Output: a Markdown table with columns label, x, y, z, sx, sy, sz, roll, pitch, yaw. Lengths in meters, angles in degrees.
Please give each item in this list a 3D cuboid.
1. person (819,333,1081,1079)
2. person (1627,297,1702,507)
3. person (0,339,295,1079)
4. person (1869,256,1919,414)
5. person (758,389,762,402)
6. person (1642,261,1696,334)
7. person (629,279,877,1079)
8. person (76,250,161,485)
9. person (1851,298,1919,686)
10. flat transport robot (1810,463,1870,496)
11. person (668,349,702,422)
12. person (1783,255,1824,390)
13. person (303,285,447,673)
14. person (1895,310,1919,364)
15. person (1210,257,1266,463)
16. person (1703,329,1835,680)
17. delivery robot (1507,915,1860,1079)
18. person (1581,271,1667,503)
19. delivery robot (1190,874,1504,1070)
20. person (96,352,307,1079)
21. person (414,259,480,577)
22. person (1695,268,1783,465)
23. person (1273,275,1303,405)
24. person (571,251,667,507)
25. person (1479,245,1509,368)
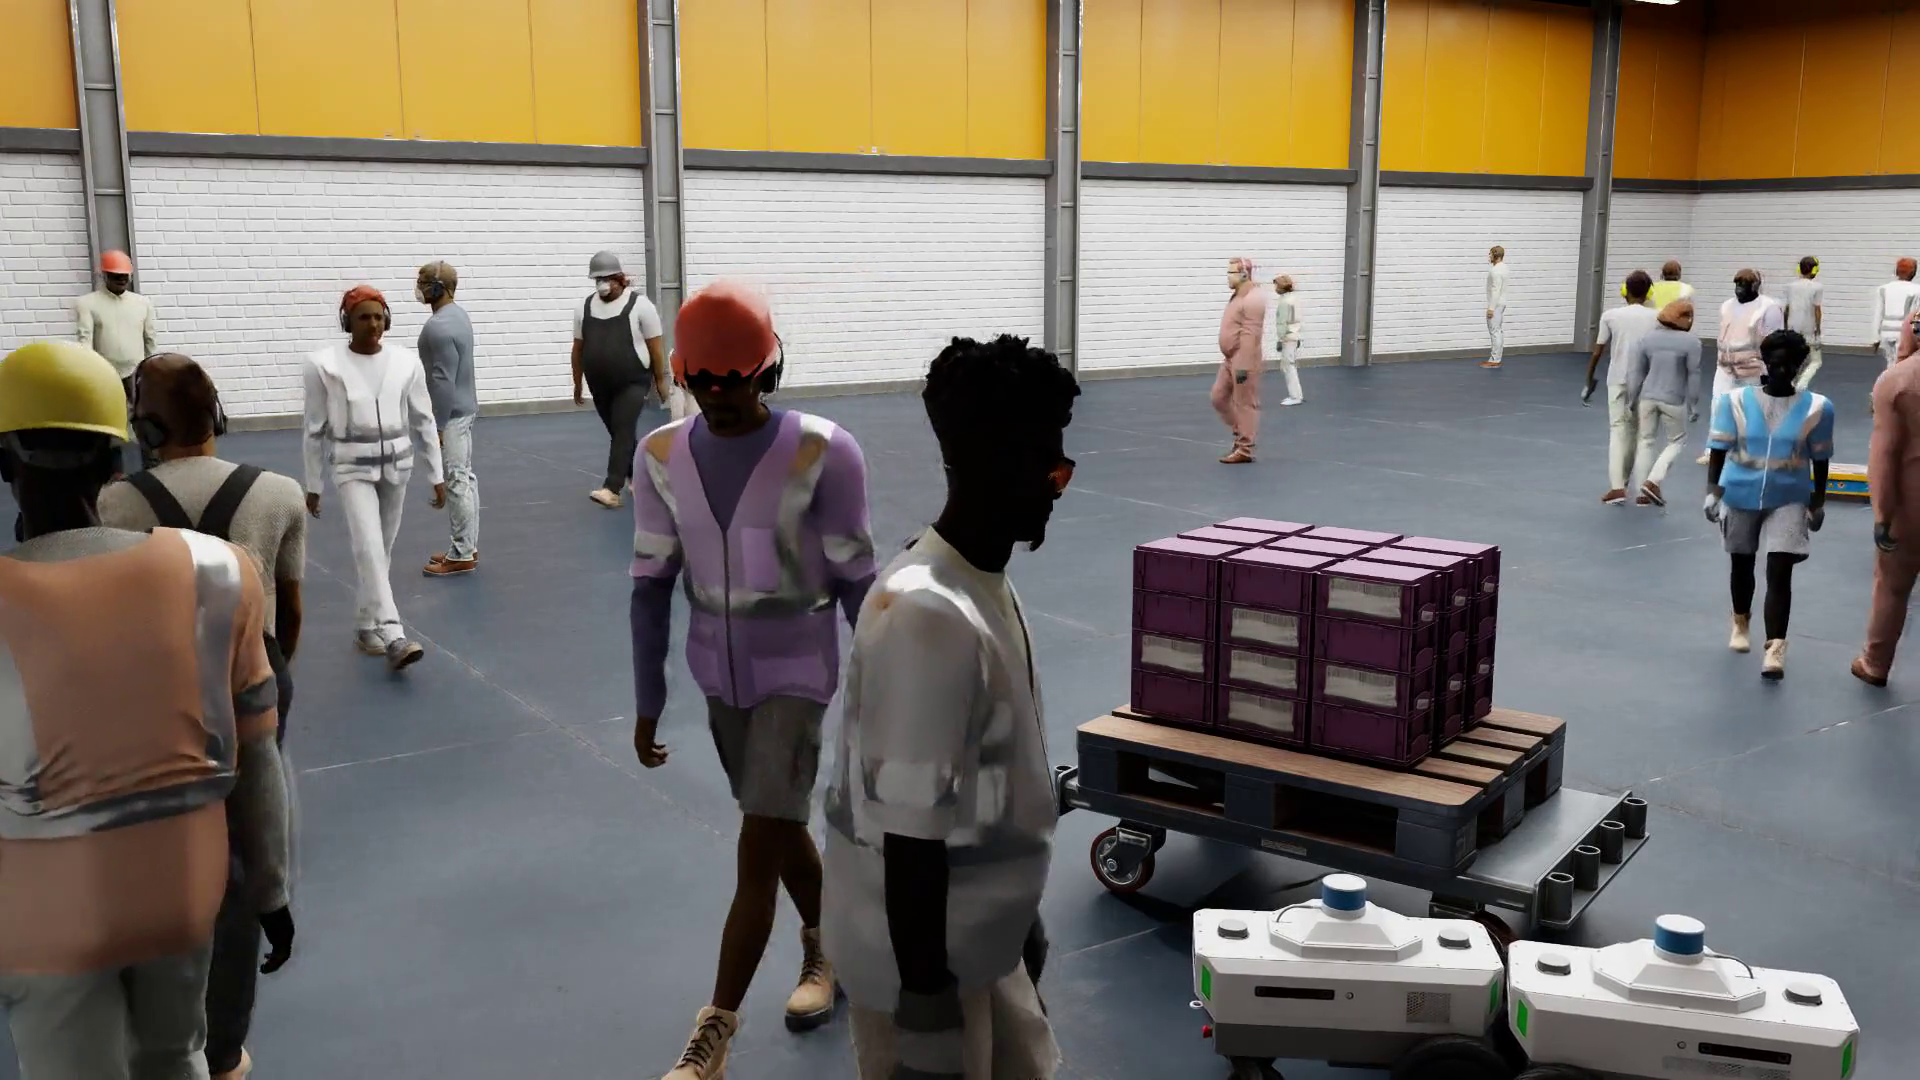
| label | x | y | z | sx | sy | sz | roll | pitch | yaw |
| --- | --- | --- | --- | --- | --- | --- | --- | --- | --- |
| person | -0.015 | 0.643 | 2.684 | 0.410 | 1.938 | 0.657 | 2 | 10 | 9 |
| person | 5.397 | -1.046 | 12.753 | 0.371 | 1.613 | 0.595 | -9 | 13 | -40 |
| person | -1.468 | 0.619 | 2.832 | 0.612 | 1.907 | 0.428 | -10 | 14 | -42 |
| person | 10.838 | -2.345 | 19.244 | 0.842 | 1.858 | 0.586 | -6 | 12 | -29 |
| person | -1.767 | -1.050 | 12.457 | 0.530 | 1.745 | 0.773 | -8 | 13 | -37 |
| person | 8.411 | -2.419 | 19.834 | 0.648 | 1.791 | 0.980 | 7 | 12 | 33 |
| person | -0.524 | 0.360 | 4.075 | 0.623 | 1.968 | 1.016 | 5 | 11 | 24 |
| person | -6.823 | -1.363 | 13.561 | 0.628 | 1.954 | 0.924 | -8 | 13 | -37 |
| person | 4.301 | -0.164 | 7.298 | 0.641 | 1.854 | 1.020 | 2 | 11 | 11 |
| flat transport robot | 7.071 | -0.484 | 13.378 | 1.431 | 0.197 | 0.652 | 6 | 12 | 28 |
| person | -1.854 | -0.807 | 11.495 | 0.516 | 1.589 | 0.814 | -9 | 14 | -42 |
| person | 10.154 | -2.489 | 20.025 | 0.413 | 1.853 | 0.555 | -6 | 12 | -28 |
| person | -2.778 | -0.290 | 8.010 | 0.610 | 1.835 | 0.955 | -9 | 14 | -41 |
| person | 6.707 | -0.943 | 11.362 | 0.654 | 1.935 | 0.858 | 6 | 12 | 31 |
| person | 2.541 | -1.636 | 15.236 | 0.435 | 1.890 | 0.675 | -1 | 10 | -7 |
| person | 3.880 | -0.193 | 8.017 | 0.547 | 1.637 | 0.921 | 6 | 12 | 29 |
| delivery robot | 1.602 | 1.086 | 3.735 | 0.707 | 0.478 | 0.477 | 3 | 11 | 17 |
| person | 5.271 | -1.214 | 13.181 | 0.615 | 1.805 | 1.016 | 3 | 11 | 15 |
| delivery robot | 0.908 | 1.043 | 3.974 | 0.707 | 0.478 | 0.477 | 1 | 10 | 6 |
| person | -1.899 | 0.426 | 4.219 | 0.506 | 1.783 | 0.960 | -4 | 11 | -22 |
| person | -3.158 | -0.745 | 10.240 | 0.372 | 1.940 | 0.631 | -1 | 10 | -8 |
| person | 7.224 | -1.585 | 15.232 | 0.942 | 1.807 | 0.634 | -5 | 12 | -28 |
| person | 4.046 | -2.460 | 20.529 | 0.423 | 1.606 | 0.537 | 3 | 11 | 16 |
| person | -2.696 | -1.310 | 13.056 | 0.729 | 2.000 | 1.048 | 3 | 11 | 15 |
| person | 8.505 | -3.701 | 26.441 | 0.365 | 1.939 | 0.636 | 5 | 12 | 26 |
